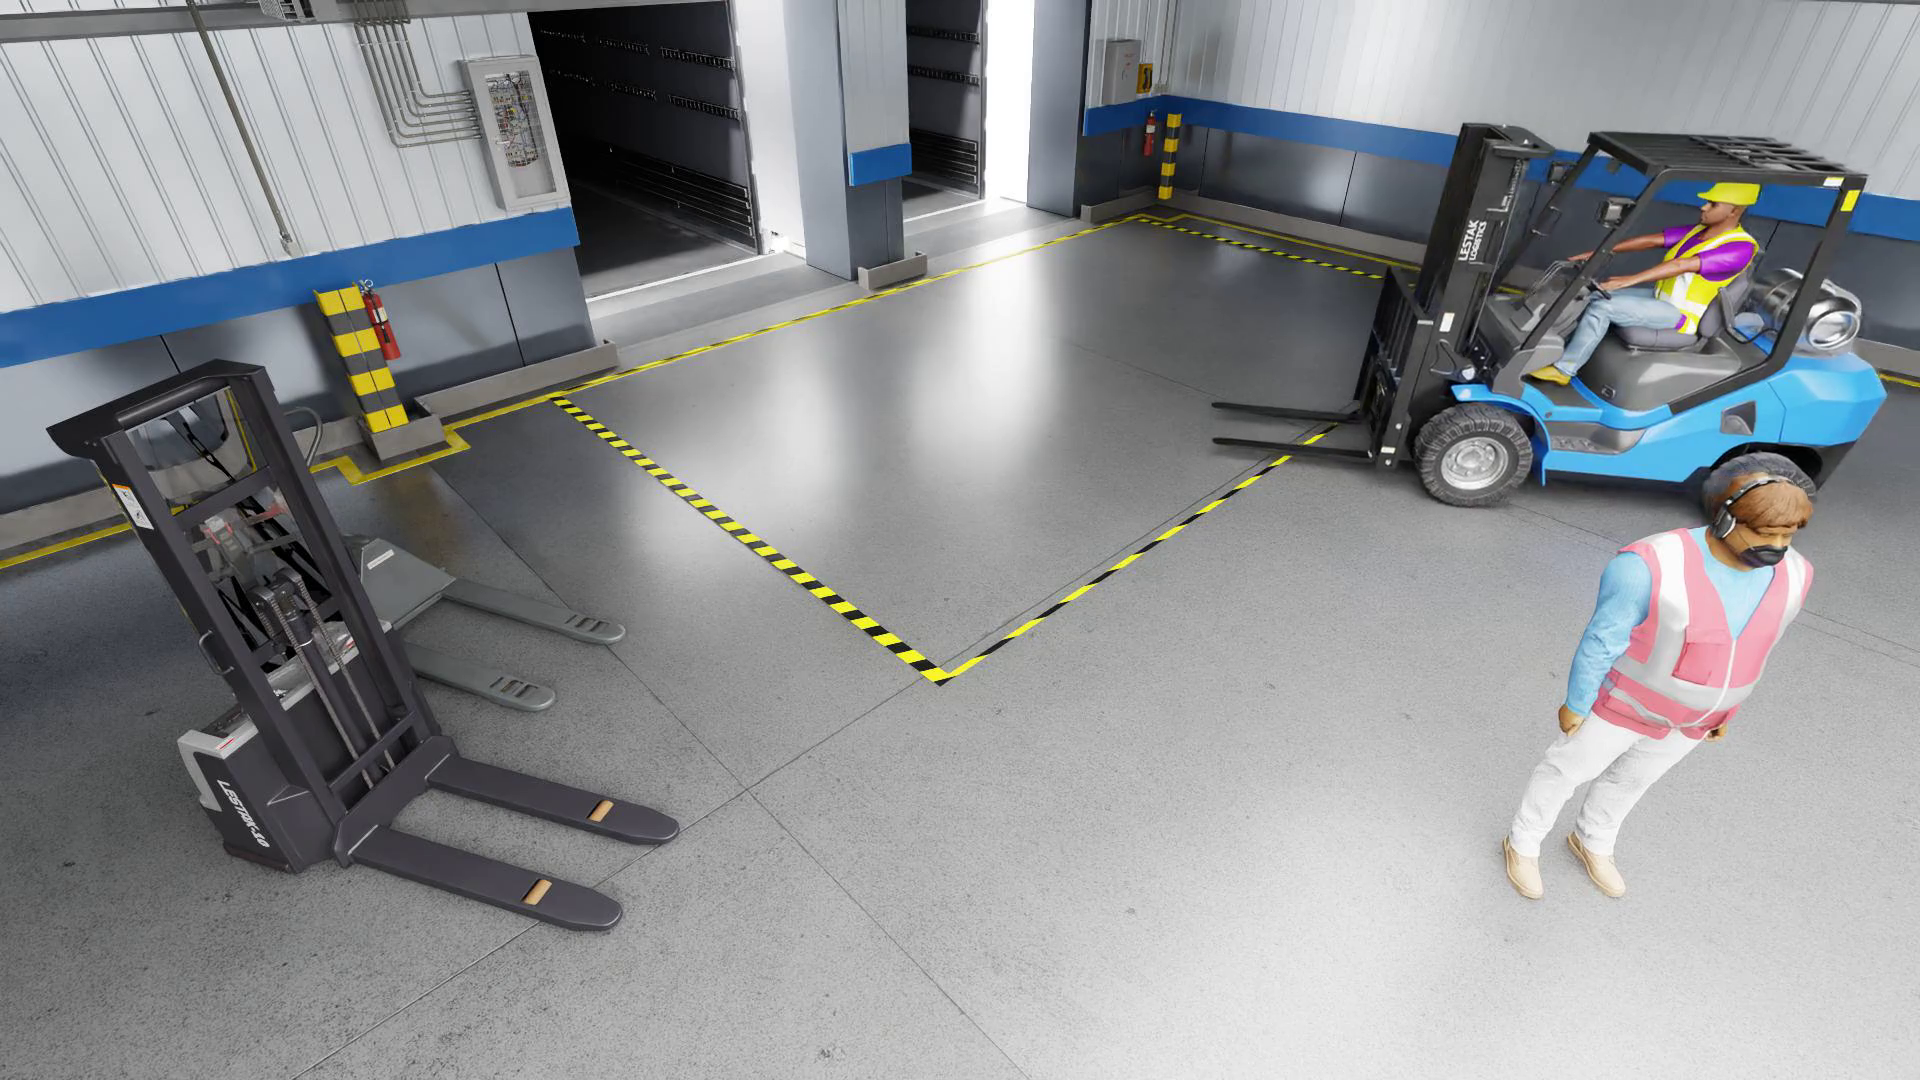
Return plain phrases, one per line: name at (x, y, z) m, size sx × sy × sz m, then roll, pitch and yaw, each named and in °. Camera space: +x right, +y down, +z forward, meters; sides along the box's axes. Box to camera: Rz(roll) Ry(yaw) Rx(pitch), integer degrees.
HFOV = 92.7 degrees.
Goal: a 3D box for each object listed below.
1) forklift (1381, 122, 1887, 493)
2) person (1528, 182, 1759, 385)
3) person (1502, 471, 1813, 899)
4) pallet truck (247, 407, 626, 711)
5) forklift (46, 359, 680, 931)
forklift at (4.196, -1.428, 5.759) m, size 2.680 × 2.036 × 1.157 m, roll 7°, pitch 35°, yaw 10°
person at (4.139, -1.594, 5.670) m, size 1.004 × 1.293 × 0.635 m, roll 7°, pitch 35°, yaw 10°
person at (2.457, 0.582, 3.256) m, size 0.625 × 1.844 × 0.429 m, roll 0°, pitch 34°, yaw 0°
pallet truck at (-2.628, 0.038, 4.590) m, size 1.601 × 1.201 × 0.680 m, roll 12°, pitch 36°, yaw 18°
forklift at (-2.135, 0.422, 3.354) m, size 1.885 × 1.965 × 0.823 m, roll 10°, pitch 35°, yaw 14°
